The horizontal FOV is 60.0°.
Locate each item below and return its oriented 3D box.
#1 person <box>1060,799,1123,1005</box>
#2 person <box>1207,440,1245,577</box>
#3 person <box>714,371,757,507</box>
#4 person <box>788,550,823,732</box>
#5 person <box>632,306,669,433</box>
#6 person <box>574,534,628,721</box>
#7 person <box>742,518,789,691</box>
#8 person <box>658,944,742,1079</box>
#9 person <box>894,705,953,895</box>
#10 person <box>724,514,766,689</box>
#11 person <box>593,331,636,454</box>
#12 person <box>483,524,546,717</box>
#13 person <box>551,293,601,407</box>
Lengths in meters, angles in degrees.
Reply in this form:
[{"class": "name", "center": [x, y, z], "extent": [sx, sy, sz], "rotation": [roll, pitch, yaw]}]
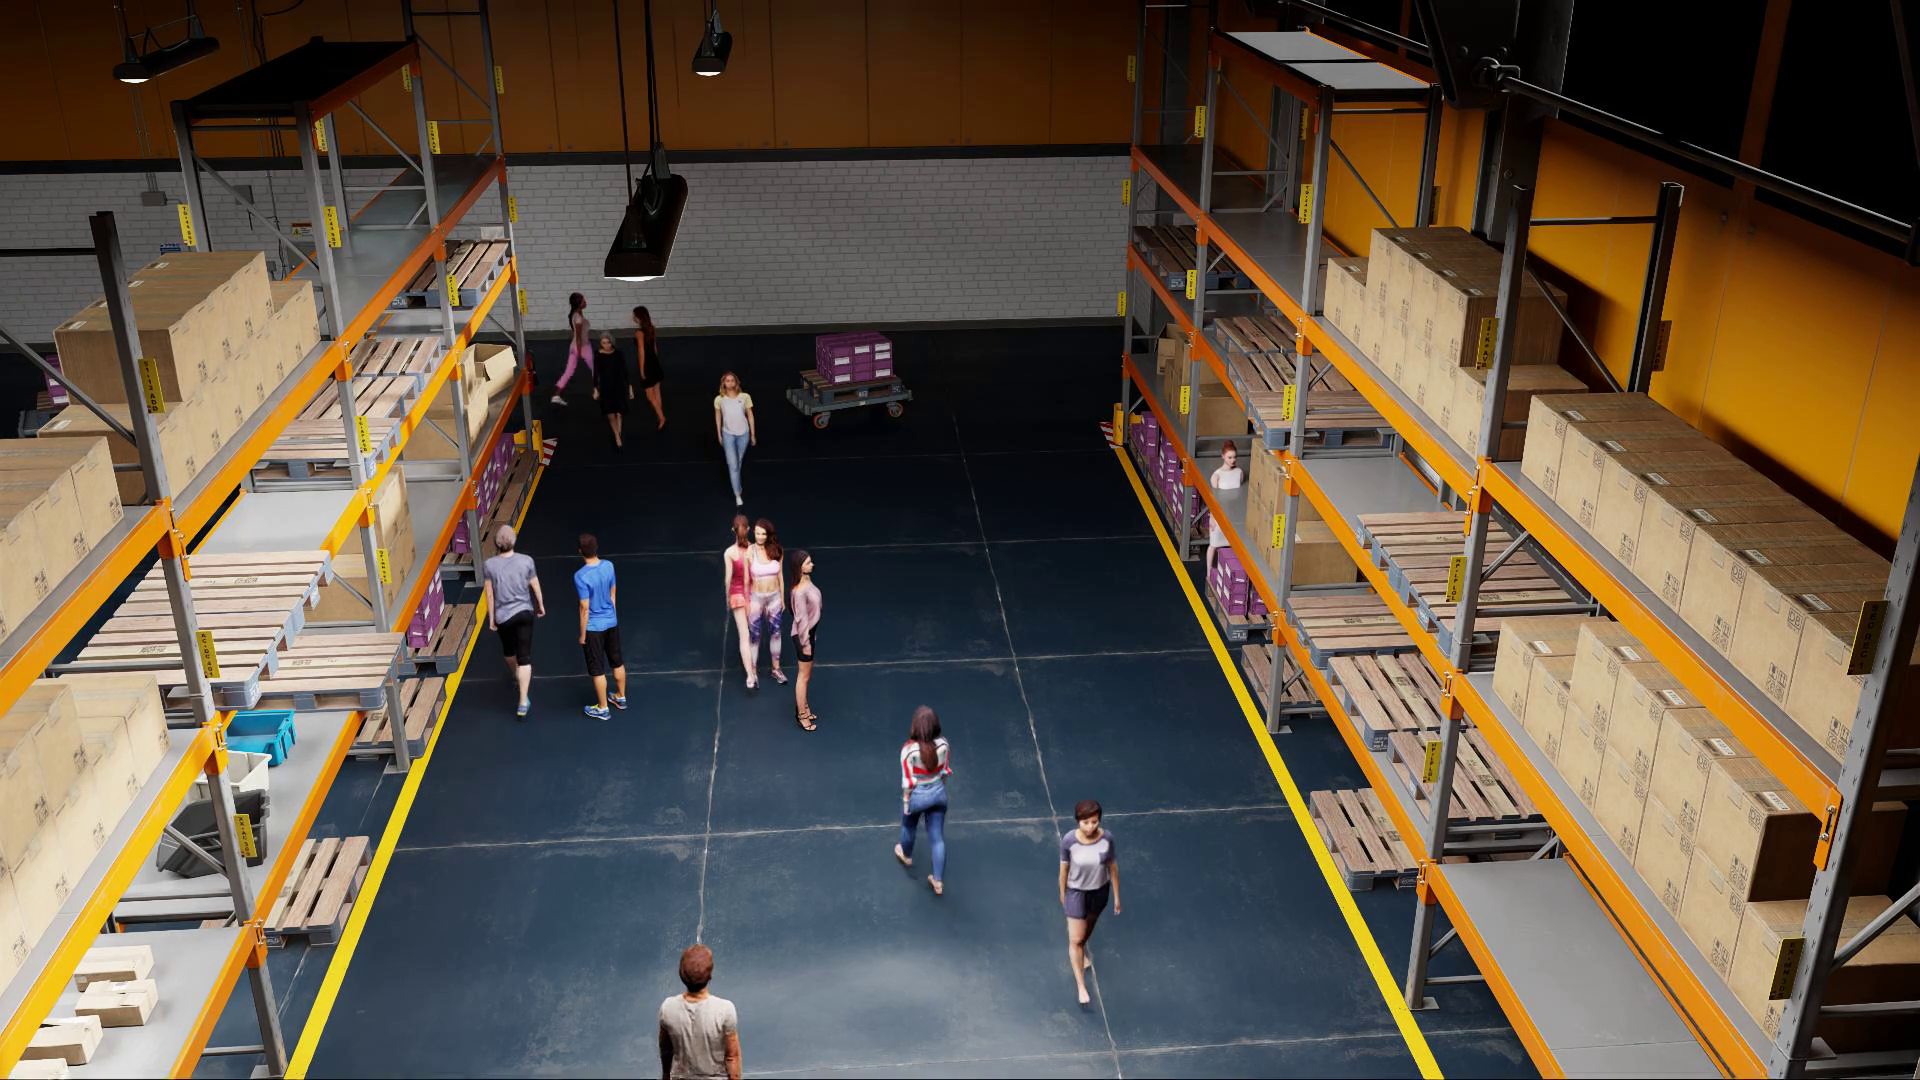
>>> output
[{"class": "person", "center": [0.923, 2.543, 12.283], "extent": [0.646, 1.531, 0.961], "rotation": [-5, 24, -12]}, {"class": "person", "center": [2.918, -0.255, 18.355], "extent": [0.611, 1.793, 0.595], "rotation": [-9, 25, -21]}, {"class": "person", "center": [-2.826, -1.313, 20.932], "extent": [0.773, 1.667, 1.175], "rotation": [-6, 24, -14]}, {"class": "person", "center": [-1.467, 0.930, 15.621], "extent": [0.700, 1.811, 0.499], "rotation": [1, 24, 2]}, {"class": "person", "center": [-4.320, -2.361, 23.126], "extent": [0.861, 1.831, 0.700], "rotation": [13, 27, 27]}, {"class": "person", "center": [-3.421, 0.813, 15.821], "extent": [0.767, 1.867, 0.700], "rotation": [17, 29, 34]}, {"class": "person", "center": [-1.930, 0.610, 16.408], "extent": [0.657, 1.767, 0.622], "rotation": [-9, 25, -19]}, {"class": "person", "center": [-1.575, 3.346, 10.047], "extent": [0.738, 1.850, 1.192], "rotation": [0, 24, 0]}, {"class": "person", "center": [-0.240, 2.094, 13.235], "extent": [0.778, 1.589, 0.985], "rotation": [-10, 25, -21]}, {"class": "person", "center": [-2.116, 0.642, 16.423], "extent": [0.655, 1.697, 1.199], "rotation": [-4, 24, -9]}, {"class": "person", "center": [-4.719, -1.997, 22.418], "extent": [0.797, 1.730, 0.824], "rotation": [-11, 26, -24]}, {"class": "person", "center": [-4.252, 0.803, 15.888], "extent": [0.783, 1.831, 1.249], "rotation": [-5, 24, -11]}, {"class": "person", "center": [-5.603, -2.722, 24.126], "extent": [1.009, 1.691, 1.222], "rotation": [-13, 27, -27]}]
